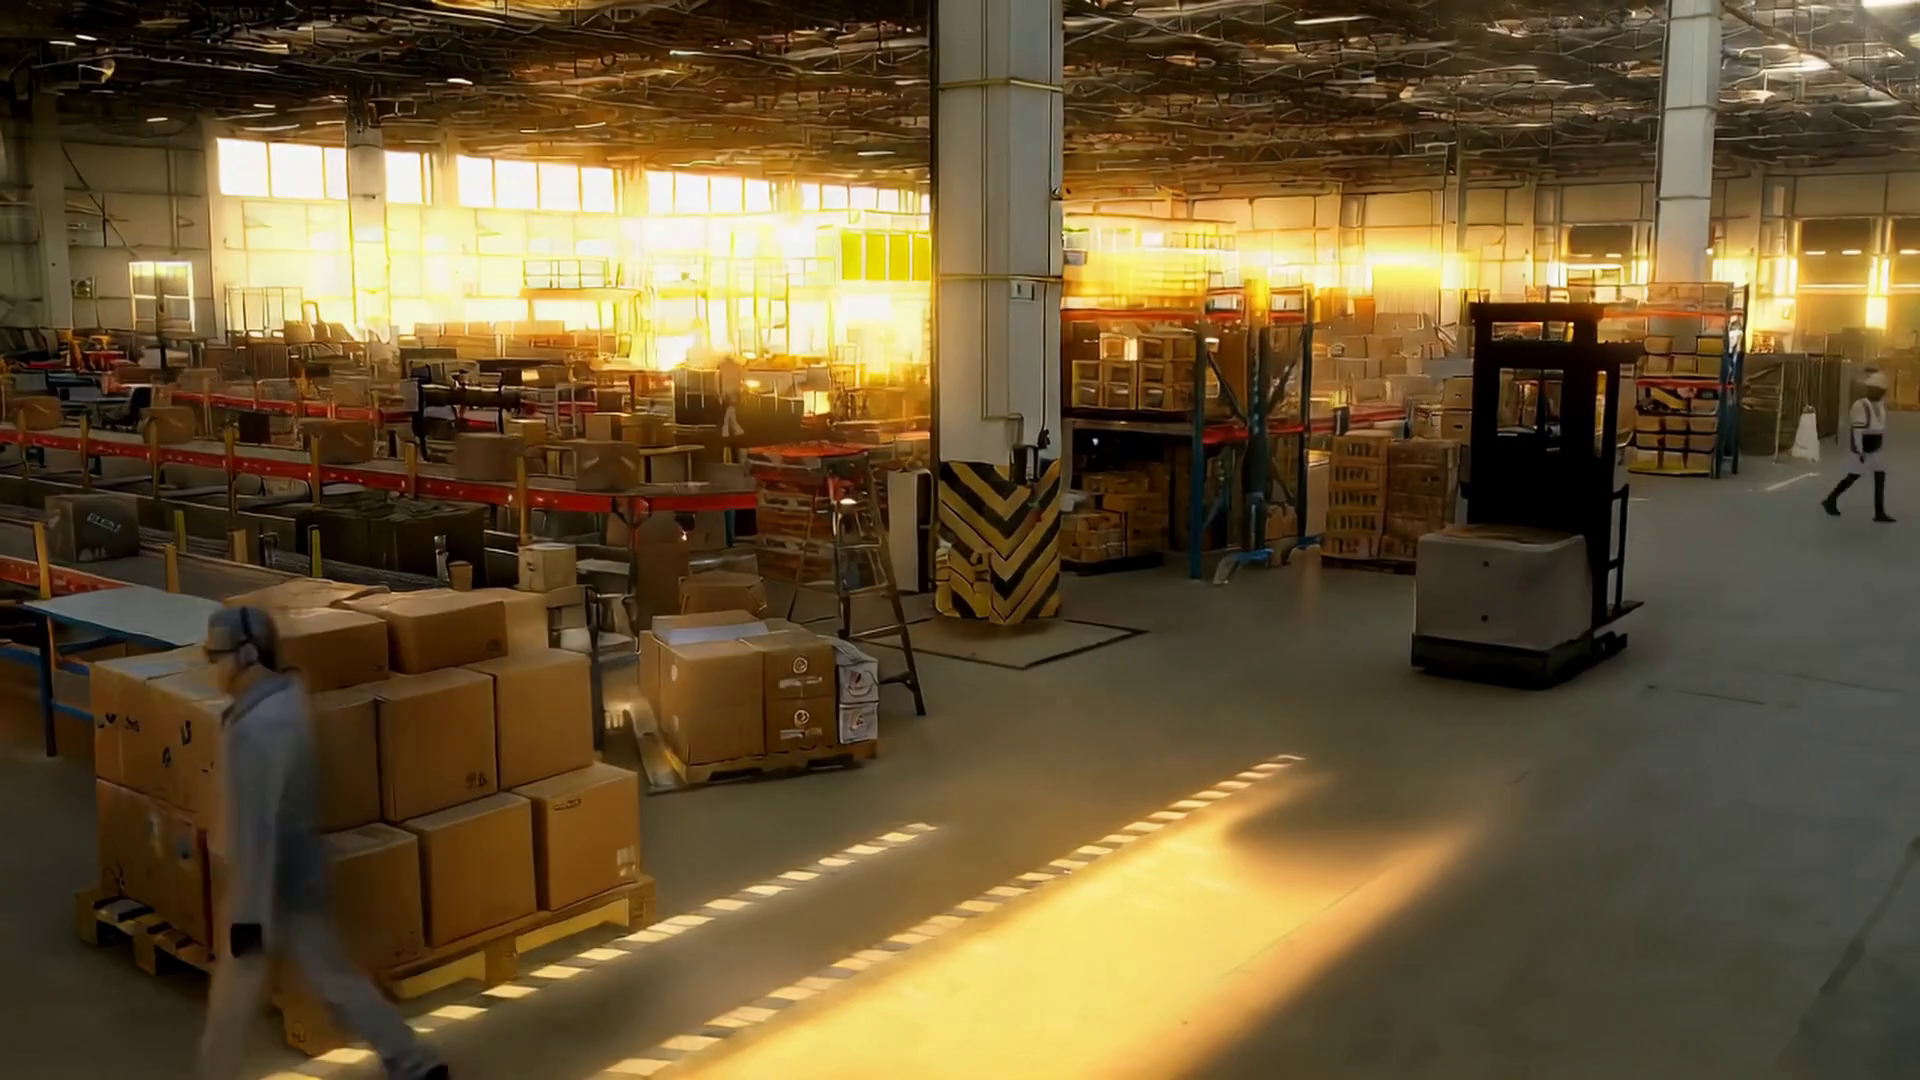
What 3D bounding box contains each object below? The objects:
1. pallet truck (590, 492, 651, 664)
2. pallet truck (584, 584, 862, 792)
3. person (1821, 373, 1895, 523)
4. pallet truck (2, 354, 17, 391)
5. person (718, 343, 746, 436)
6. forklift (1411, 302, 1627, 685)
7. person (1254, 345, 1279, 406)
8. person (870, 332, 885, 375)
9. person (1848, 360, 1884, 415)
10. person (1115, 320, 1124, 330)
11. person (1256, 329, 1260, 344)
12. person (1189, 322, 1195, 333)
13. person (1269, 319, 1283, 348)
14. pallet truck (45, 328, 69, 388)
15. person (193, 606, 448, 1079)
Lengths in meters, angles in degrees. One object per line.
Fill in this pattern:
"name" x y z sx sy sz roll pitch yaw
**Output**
"pallet truck" -3.115 0.344 12.883 0.653 1.274 1.630 7 11 37
"pallet truck" -1.426 0.805 10.019 1.601 1.201 0.680 -4 9 -26
"person" 11.527 -1.193 21.245 0.548 1.907 0.910 -3 9 -21
"pallet truck" -24.881 -4.417 42.634 1.885 1.965 0.823 8 11 41
"person" -4.652 -3.053 33.821 0.560 1.893 0.980 4 9 22
"forklift" 4.379 -0.438 12.852 1.129 2.768 1.873 7 11 37
"person" 6.099 -2.917 32.891 0.665 1.889 0.473 8 12 43
"person" -2.510 -5.615 51.682 0.822 1.710 0.487 6 10 36
"person" 15.985 -2.307 29.355 0.544 1.722 0.907 5 10 32
"person" 5.783 -7.041 60.580 0.396 1.928 0.550 -2 9 -13
"person" 12.410 -8.161 68.394 0.511 1.844 0.341 2 9 14
"person" 8.445 -6.806 59.197 0.817 1.857 0.617 -3 9 -19
"person" 12.466 -7.763 65.539 0.428 1.900 0.641 -7 11 -39
"pallet truck" -23.775 -4.544 43.495 1.885 1.965 0.823 6 10 35
"person" -2.300 1.134 5.703 1.006 1.863 0.657 -3 9 -21
